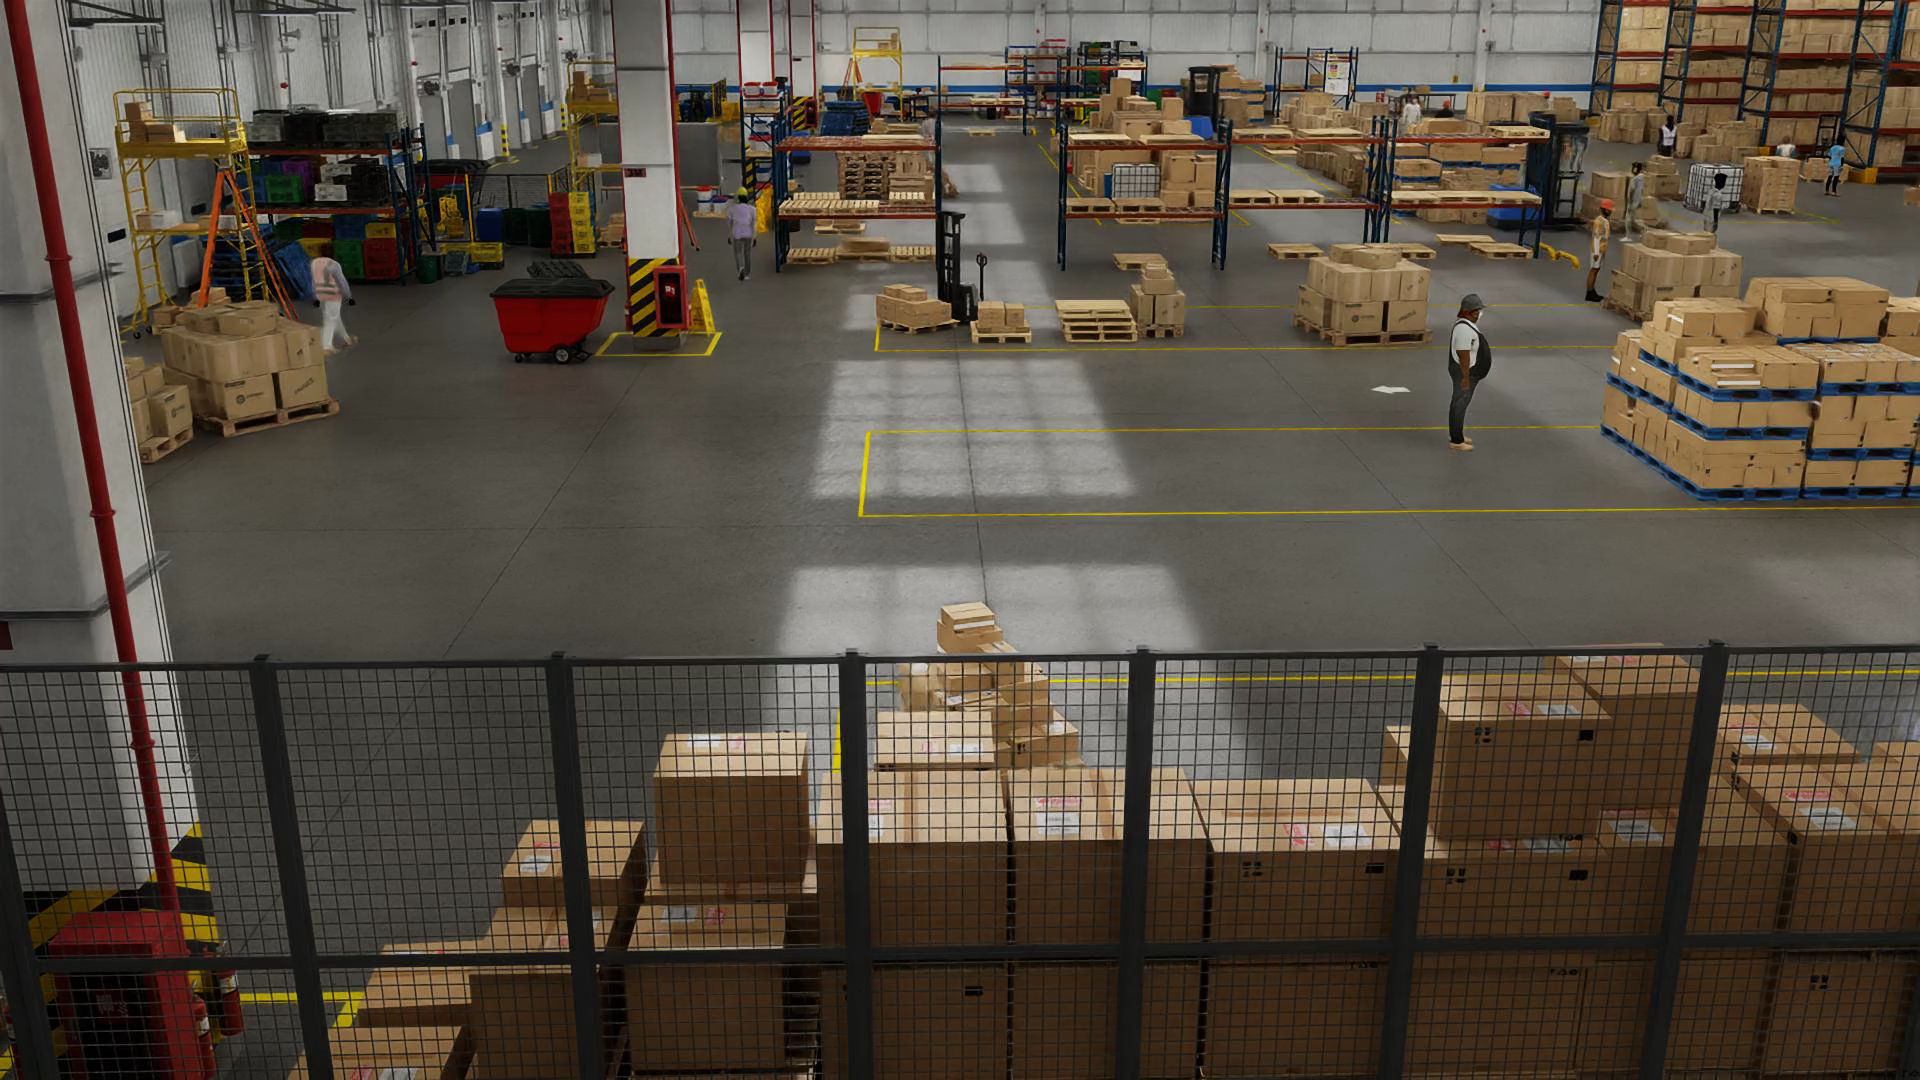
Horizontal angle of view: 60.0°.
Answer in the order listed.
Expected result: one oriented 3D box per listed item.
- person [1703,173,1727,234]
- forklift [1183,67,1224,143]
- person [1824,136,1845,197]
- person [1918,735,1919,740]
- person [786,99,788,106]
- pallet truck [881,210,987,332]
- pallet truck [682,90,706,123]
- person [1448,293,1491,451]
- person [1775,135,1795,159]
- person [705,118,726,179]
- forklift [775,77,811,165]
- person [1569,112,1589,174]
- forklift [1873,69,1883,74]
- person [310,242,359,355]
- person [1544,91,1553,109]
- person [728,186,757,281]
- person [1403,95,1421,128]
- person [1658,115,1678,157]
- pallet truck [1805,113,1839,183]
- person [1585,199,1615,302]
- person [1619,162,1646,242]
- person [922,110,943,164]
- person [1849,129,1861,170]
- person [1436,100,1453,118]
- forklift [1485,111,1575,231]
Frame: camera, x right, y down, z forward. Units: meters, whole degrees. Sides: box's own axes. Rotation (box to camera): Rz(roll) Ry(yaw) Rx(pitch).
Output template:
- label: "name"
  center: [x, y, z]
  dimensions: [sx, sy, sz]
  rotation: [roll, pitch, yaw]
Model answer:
- label: "person"
  center: [16.202, -6.911, 35.801]
  dimensions: [0.373, 1.958, 0.601]
  rotation: [3, 19, 8]
- label: "forklift"
  center: [8.883, -16.014, 61.379]
  dimensions: [1.129, 2.768, 1.873]
  rotation: [13, 22, 33]
- label: "person"
  center: [24.850, -10.608, 47.170]
  dimensions: [0.319, 1.693, 0.532]
  rotation: [-5, 19, -15]
- label: "person"
  center: [6.267, 1.531, 10.848]
  dimensions: [0.748, 1.902, 0.591]
  rotation: [16, 24, 39]
- label: "person"
  center: [-6.691, -17.093, 66.468]
  dimensions: [0.534, 1.664, 0.823]
  rotation: [17, 25, 41]
- label: "pallet truck"
  center: [-0.493, -4.759, 29.349]
  dimensions: [1.885, 1.965, 0.823]
  rotation: [-13, 23, -34]
- label: "pallet truck"
  center: [-9.671, -15.907, 62.421]
  dimensions: [0.823, 1.965, 1.885]
  rotation: [5, 19, 15]
- label: "person"
  center: [6.635, -2.197, 21.683]
  dimensions: [0.538, 2.000, 0.684]
  rotation: [5, 19, 14]
- label: "person"
  center: [23.813, -10.879, 48.069]
  dimensions: [0.530, 1.623, 0.499]
  rotation: [6, 20, 17]
- label: "person"
  center: [-7.605, -11.951, 50.885]
  dimensions: [0.605, 1.868, 1.029]
  rotation: [16, 24, 39]
- label: "forklift"
  center: [-5.920, -13.893, 55.085]
  dimensions: [1.873, 2.768, 1.129]
  rotation: [-1, 19, -1]
- label: "person"
  center: [19.531, -12.526, 52.496]
  dimensions: [0.374, 1.931, 0.629]
  rotation: [-13, 22, -33]
- label: "forklift"
  center: [32.707, -15.444, 59.687]
  dimensions: [1.873, 2.768, 1.129]
  rotation: [16, 25, 40]
- label: "person"
  center: [-10.264, -3.992, 27.386]
  dimensions: [0.648, 1.800, 0.926]
  rotation: [12, 22, 32]
- label: "person"
  center: [22.125, -15.961, 62.735]
  dimensions: [0.575, 1.888, 0.806]
  rotation: [-7, 20, -20]
- label: "person"
  center: [-4.401, -6.197, 33.751]
  dimensions: [0.603, 1.905, 0.567]
  rotation: [-5, 19, -13]
- label: "person"
  center: [16.432, -15.220, 60.554]
  dimensions: [0.642, 1.895, 1.000]
  rotation: [-5, 19, -15]
- label: "person"
  center: [21.976, -12.280, 51.805]
  dimensions: [0.594, 1.903, 0.682]
  rotation: [-5, 19, -14]
- label: "pallet truck"
  center: [26.403, -11.957, 50.702]
  dimensions: [0.823, 1.965, 1.885]
  rotation: [6, 19, 16]
- label: "person"
  center: [12.227, -5.533, 31.744]
  dimensions: [0.375, 1.934, 0.547]
  rotation: [12, 22, 32]
- label: "person"
  center: [15.789, -7.891, 38.868]
  dimensions: [0.521, 1.855, 0.487]
  rotation: [-16, 25, -40]
- label: "person"
  center: [-0.897, -12.832, 53.411]
  dimensions: [0.655, 1.921, 0.668]
  rotation: [-1, 19, -4]
- label: "person"
  center: [29.153, -12.931, 53.834]
  dimensions: [0.626, 1.844, 0.429]
  rotation: [-3, 19, -10]
- label: "person"
  center: [16.749, -14.258, 57.624]
  dimensions: [0.640, 1.948, 1.032]
  rotation: [-5, 19, -13]
- label: "forklift"
  center: [14.030, -9.004, 40.583]
  dimensions: [1.873, 2.768, 1.129]
  rotation: [-1, 19, -2]
